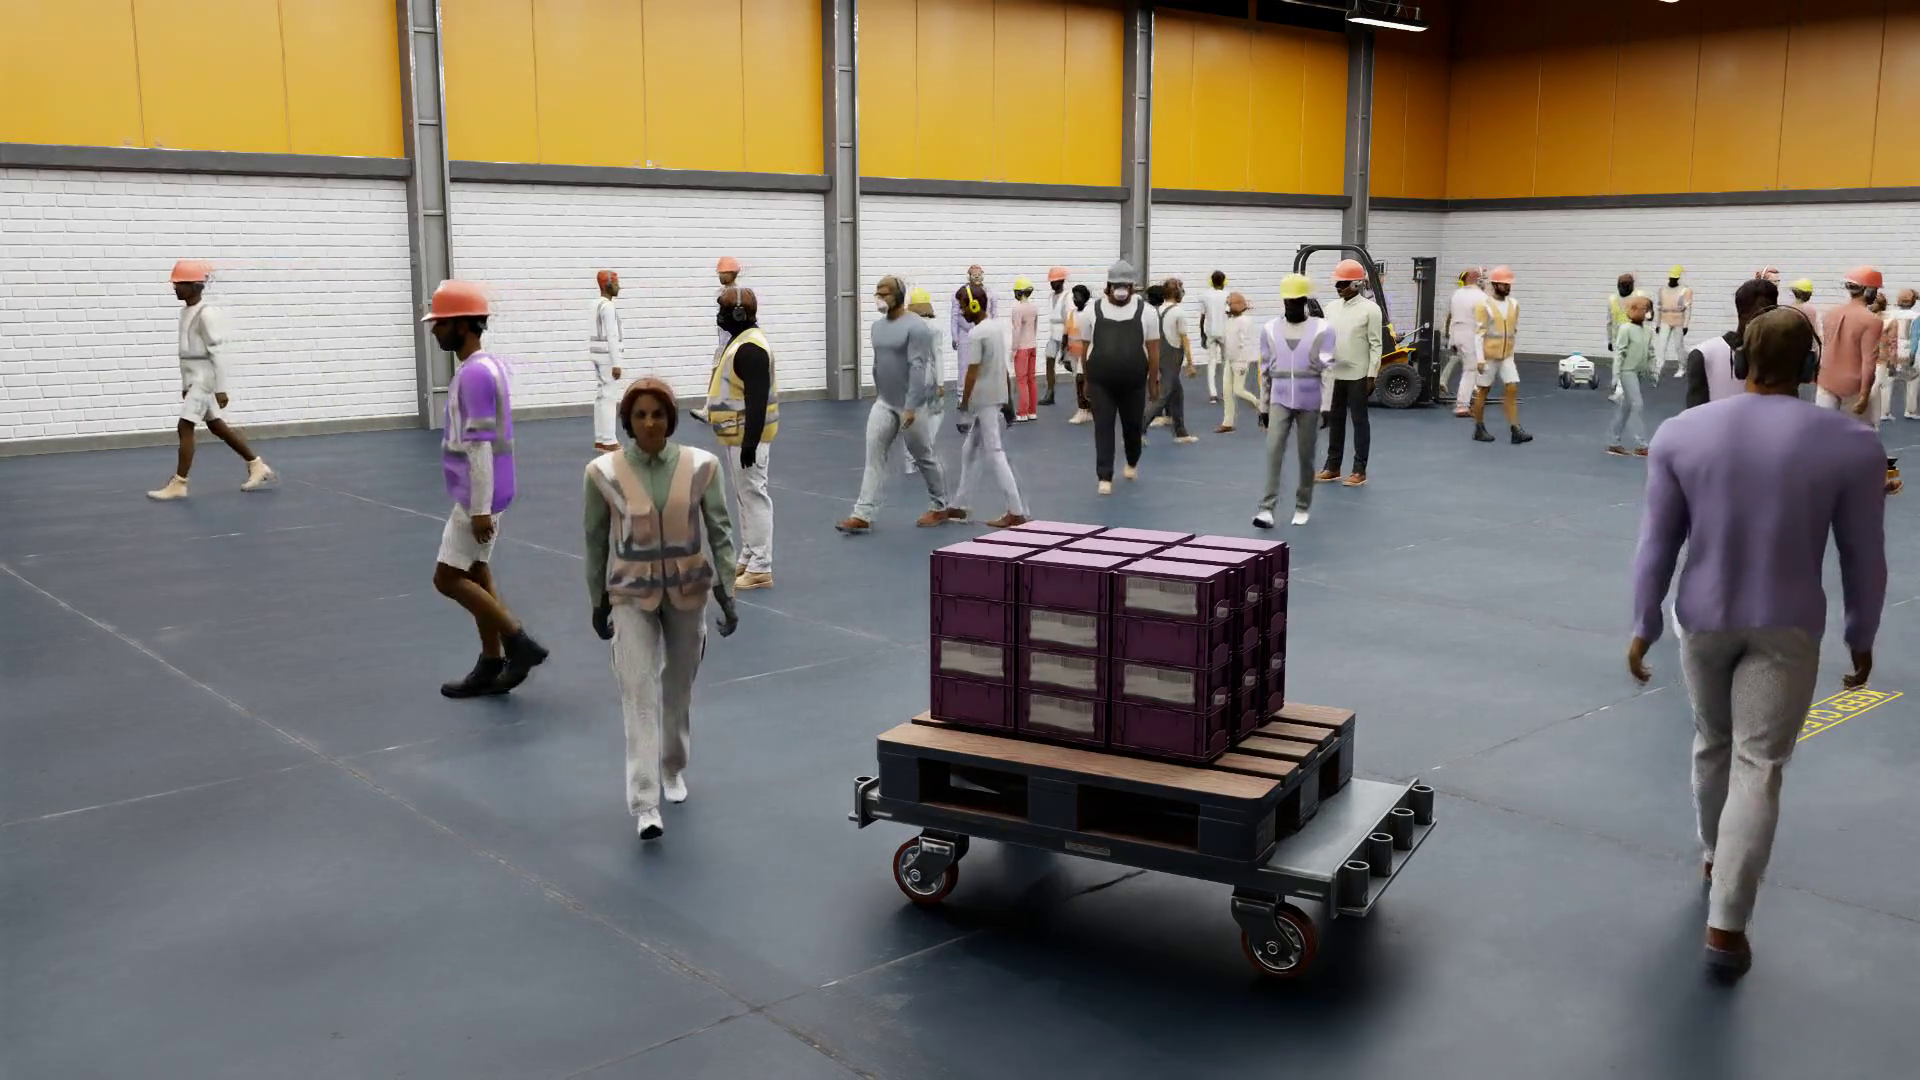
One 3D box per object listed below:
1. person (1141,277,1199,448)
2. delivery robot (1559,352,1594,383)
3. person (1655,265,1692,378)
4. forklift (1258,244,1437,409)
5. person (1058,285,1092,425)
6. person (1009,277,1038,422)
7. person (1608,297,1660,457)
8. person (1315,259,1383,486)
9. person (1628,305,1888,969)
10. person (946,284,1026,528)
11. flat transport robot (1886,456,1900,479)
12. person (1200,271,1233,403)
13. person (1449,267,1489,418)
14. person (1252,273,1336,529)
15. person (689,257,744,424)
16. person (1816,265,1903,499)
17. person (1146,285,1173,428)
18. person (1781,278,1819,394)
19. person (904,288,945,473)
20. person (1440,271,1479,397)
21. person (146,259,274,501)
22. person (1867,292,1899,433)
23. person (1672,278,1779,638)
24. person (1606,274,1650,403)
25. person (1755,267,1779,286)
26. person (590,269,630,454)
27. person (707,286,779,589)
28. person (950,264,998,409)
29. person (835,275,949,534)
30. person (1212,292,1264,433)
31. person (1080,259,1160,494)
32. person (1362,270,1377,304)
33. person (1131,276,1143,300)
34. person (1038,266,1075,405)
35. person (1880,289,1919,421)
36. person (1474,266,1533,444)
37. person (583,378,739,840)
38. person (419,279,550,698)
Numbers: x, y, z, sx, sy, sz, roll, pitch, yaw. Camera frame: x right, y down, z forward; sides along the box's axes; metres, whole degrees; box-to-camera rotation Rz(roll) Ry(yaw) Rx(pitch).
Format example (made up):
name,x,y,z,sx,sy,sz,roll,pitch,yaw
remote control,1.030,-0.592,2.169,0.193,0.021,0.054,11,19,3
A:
name,x,y,z,sx,sy,sz,roll,pitch,yaw
person,2.168,-1.878,17.633,0.908,1.813,0.508,-5,11,-25
delivery robot,9.454,-2.647,25.505,0.477,0.478,0.707,0,10,3
person,11.853,-3.617,27.657,0.633,1.873,1.016,9,13,44
forklift,5.256,-2.933,22.661,2.313,2.155,1.214,3,10,16
person,1.404,-2.211,19.945,0.686,1.676,0.540,-8,12,-38
person,0.771,-2.325,20.358,0.308,1.769,0.524,6,11,31
person,6.860,-1.625,16.691,0.529,1.600,0.740,-7,12,-36
person,3.429,-1.471,14.692,0.392,1.991,0.612,-8,12,-38
person,2.351,0.254,4.930,0.653,1.885,1.040,7,12,35
person,0.120,-1.004,12.482,0.924,1.810,0.593,4,10,21
flat transport robot,7.737,-0.709,15.266,0.652,0.197,1.431,-8,13,-41
person,3.602,-2.821,23.126,0.529,1.808,1.001,3,10,16
person,6.463,-2.473,20.874,0.587,1.884,0.673,-3,10,-18
person,2.454,-1.006,12.285,0.591,1.890,0.919,4,11,23
person,-2.834,-2.383,19.996,0.635,2.000,0.983,8,12,39
person,7.336,-1.274,13.691,1.021,1.940,0.625,-4,10,-20
person,2.357,-2.169,19.692,0.366,1.684,0.546,9,13,42
person,10.192,-2.300,20.244,0.376,1.755,0.542,-4,10,-20
person,-0.365,-1.486,15.547,0.513,1.728,0.391,4,10,22
person,7.299,-2.985,24.161,0.543,1.808,1.030,-6,11,-30
person,-6.330,-1.352,13.995,1.027,2.006,0.618,-8,13,-39
person,10.170,-1.955,18.607,0.500,1.624,0.514,-5,11,-29
person,3.980,-0.373,8.484,0.616,1.908,0.461,-2,10,-10
person,9.170,-2.764,22.953,0.981,1.765,0.637,-7,12,-36
person,8.447,-1.918,17.566,0.405,1.904,0.653,8,13,40
person,-3.621,-1.829,17.100,0.337,1.883,0.584,-5,11,-27
person,-1.326,-0.623,10.168,0.430,1.843,0.625,-2,10,-12
person,0.195,-2.697,22.111,0.642,1.913,0.409,-1,10,-8
person,-0.451,-0.986,12.181,0.645,1.893,1.018,9,13,44
person,3.217,-2.020,18.996,0.573,1.616,0.505,-4,10,-20
person,1.383,-1.453,14.446,0.689,2.000,0.875,1,10,5
person,5.947,-2.962,23.912,0.556,1.821,0.582,1,10,7
person,2.200,-2.706,22.382,0.403,1.837,0.590,-9,13,-43
person,1.451,-2.794,22.732,0.858,1.901,0.544,-8,12,-39
person,11.623,-2.267,20.465,0.635,1.615,0.518,-5,11,-26
person,5.835,-1.970,17.861,0.578,1.902,0.912,-3,10,-17
person,-1.051,0.233,5.881,0.516,1.595,0.855,-3,10,-18
person,-2.197,-0.212,7.527,0.427,1.918,0.562,-2,10,-13
